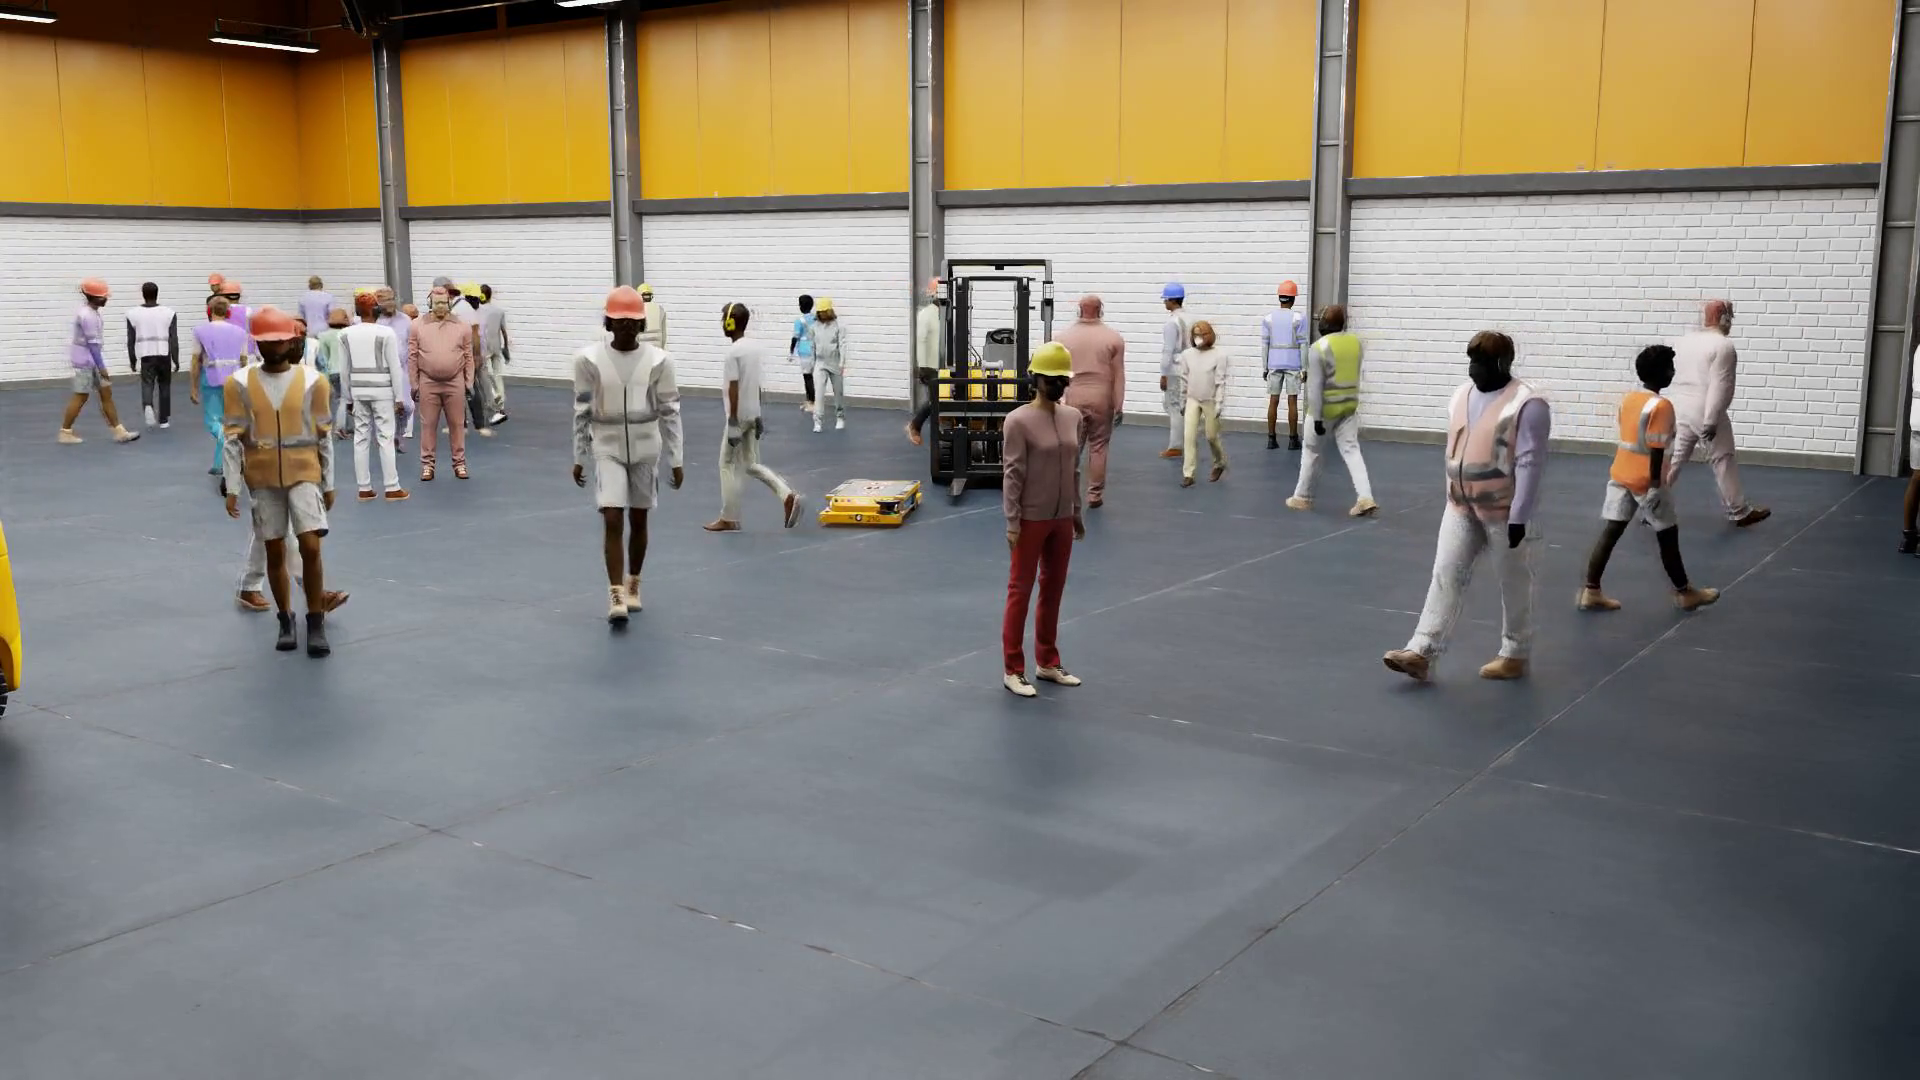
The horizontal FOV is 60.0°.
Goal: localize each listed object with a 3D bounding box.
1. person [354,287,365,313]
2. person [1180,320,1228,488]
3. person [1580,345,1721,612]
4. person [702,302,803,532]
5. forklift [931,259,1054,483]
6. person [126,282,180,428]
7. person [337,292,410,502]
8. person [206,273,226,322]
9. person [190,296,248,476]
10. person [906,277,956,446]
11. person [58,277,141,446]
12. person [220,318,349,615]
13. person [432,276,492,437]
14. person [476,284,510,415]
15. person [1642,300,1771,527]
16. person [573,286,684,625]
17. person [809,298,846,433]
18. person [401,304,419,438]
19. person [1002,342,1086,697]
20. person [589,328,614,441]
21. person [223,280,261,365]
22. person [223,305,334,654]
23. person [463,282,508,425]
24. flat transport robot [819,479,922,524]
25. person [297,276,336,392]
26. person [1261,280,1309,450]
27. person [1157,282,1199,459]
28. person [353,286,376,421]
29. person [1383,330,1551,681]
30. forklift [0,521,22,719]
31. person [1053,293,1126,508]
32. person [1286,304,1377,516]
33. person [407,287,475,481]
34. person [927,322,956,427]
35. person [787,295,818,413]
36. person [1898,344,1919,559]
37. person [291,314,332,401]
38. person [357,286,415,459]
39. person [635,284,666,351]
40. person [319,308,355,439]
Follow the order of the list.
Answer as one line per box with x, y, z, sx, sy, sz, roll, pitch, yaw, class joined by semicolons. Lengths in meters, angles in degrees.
-10.194;-3.435;28.262;0.849;1.737;0.506;1;10;8;person
2.368;-1.325;16.046;0.499;1.599;0.716;5;11;29;person
4.244;-0.367;10.186;0.858;1.642;0.544;-1;10;-7;person
-1.673;-0.958;13.181;0.763;1.845;0.518;4;10;20;person
0.370;-1.738;16.759;1.214;2.155;2.313;1;10;3;forklift
-10.348;-2.360;21.350;0.595;1.900;0.713;-4;10;-20;person
-5.269;-1.277;14.940;0.572;1.883;0.354;1;10;8;person
-12.703;-3.628;28.756;0.606;1.957;0.993;2;10;12;person
-7.349;-1.526;16.615;0.696;1.815;0.602;7;12;36;person
-0.278;-1.985;18.847;0.539;1.982;0.634;7;12;38;person
-10.188;-2.079;19.491;0.884;1.975;0.641;-3;10;-17;person
-4.109;-0.431;10.078;1.015;1.821;0.637;4;11;25;person
-6.189;-2.286;20.480;0.849;2.000;0.552;8;12;39;person
-6.538;-2.631;23.101;0.412;1.848;0.601;9;13;43;person
6.068;-1.015;13.494;1.033;1.843;0.650;-2;10;-11;person
-1.971;-0.496;9.919;0.639;2.000;0.969;-2;10;-14;person
-1.667;-2.230;21.179;0.494;1.696;0.895;1;10;7;person
-6.665;-2.055;20.292;0.514;1.641;0.307;-6;11;-32;person
0.435;-0.106;8.320;0.532;1.765;0.328;-9;13;-41;person
-4.119;-2.008;19.712;0.713;1.746;0.528;-7;12;-35;person
-9.816;-2.574;22.613;0.551;1.908;0.940;-4;10;-22;person
-3.707;-0.309;9.075;0.560;1.917;0.671;-3;10;-18;person
-6.389;-2.434;21.859;0.999;1.873;0.596;9;13;42;person
-0.739;-0.340;14.149;0.652;0.197;1.431;1;10;6;flat transport robot
-10.587;-3.400;27.499;0.716;1.922;0.412;1;10;6;person
3.725;-1.996;19.056;0.543;1.939;0.360;5;11;27;person
2.345;-1.838;18.117;0.436;1.933;0.635;5;11;27;person
-7.883;-2.492;22.356;0.429;1.818;0.623;9;13;42;person
2.593;-0.147;8.434;0.901;1.802;0.654;-6;11;-32;person
-5.296;-0.090;6.943;1.214;2.155;2.313;7;12;35;forklift
1.103;-1.193;14.436;0.659;1.887;0.555;2;10;13;person
3.204;-1.106;14.196;0.618;1.805;0.961;-5;11;-27;person
-5.111;-1.536;16.418;0.639;1.907;0.406;-3;10;-20;person
-0.198;-2.270;21.599;0.501;1.630;0.281;3;10;16;person
-2.241;-2.653;23.715;0.611;1.677;0.540;6;11;32;person
7.112;-0.826;12.088;0.354;1.939;0.544;1;10;7;person
-6.916;-1.558;17.413;0.746;1.615;0.540;8;13;41;person
-6.238;-1.823;18.184;0.652;1.896;0.424;-8;12;-38;person
-4.636;-2.882;24.676;0.588;1.822;0.403;-8;12;-39;person
-7.551;-2.033;20.302;0.501;1.597;0.836;0;10;2;person
